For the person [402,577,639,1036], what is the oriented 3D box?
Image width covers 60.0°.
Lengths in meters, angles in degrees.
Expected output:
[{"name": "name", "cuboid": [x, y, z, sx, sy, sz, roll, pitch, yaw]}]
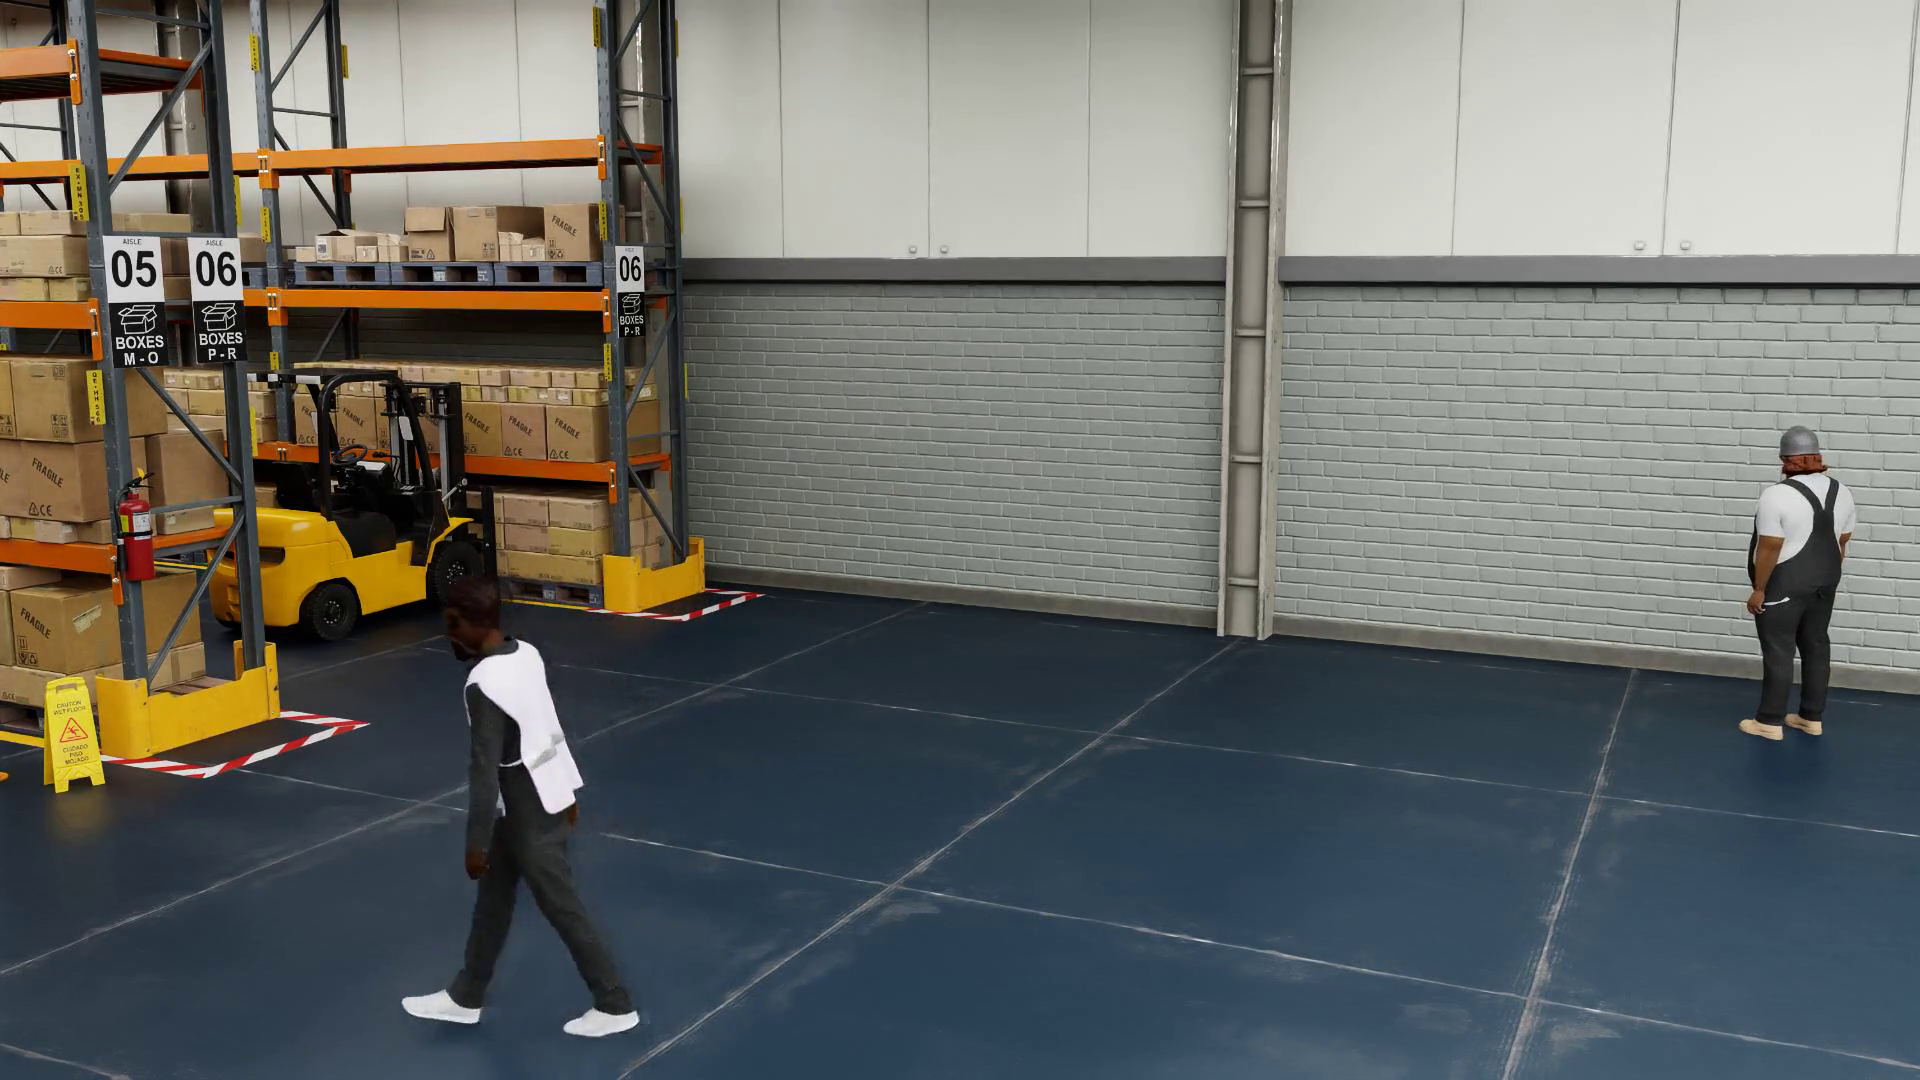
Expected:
[{"name": "person", "cuboid": [-1.744, 1.056, 6.500, 1.003, 1.863, 0.625, -1, 9, -3]}]

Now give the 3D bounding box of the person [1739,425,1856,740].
[{"name": "person", "cuboid": [5.372, 0.267, 10.788, 0.682, 2.000, 0.536, -3, 10, -16]}]
